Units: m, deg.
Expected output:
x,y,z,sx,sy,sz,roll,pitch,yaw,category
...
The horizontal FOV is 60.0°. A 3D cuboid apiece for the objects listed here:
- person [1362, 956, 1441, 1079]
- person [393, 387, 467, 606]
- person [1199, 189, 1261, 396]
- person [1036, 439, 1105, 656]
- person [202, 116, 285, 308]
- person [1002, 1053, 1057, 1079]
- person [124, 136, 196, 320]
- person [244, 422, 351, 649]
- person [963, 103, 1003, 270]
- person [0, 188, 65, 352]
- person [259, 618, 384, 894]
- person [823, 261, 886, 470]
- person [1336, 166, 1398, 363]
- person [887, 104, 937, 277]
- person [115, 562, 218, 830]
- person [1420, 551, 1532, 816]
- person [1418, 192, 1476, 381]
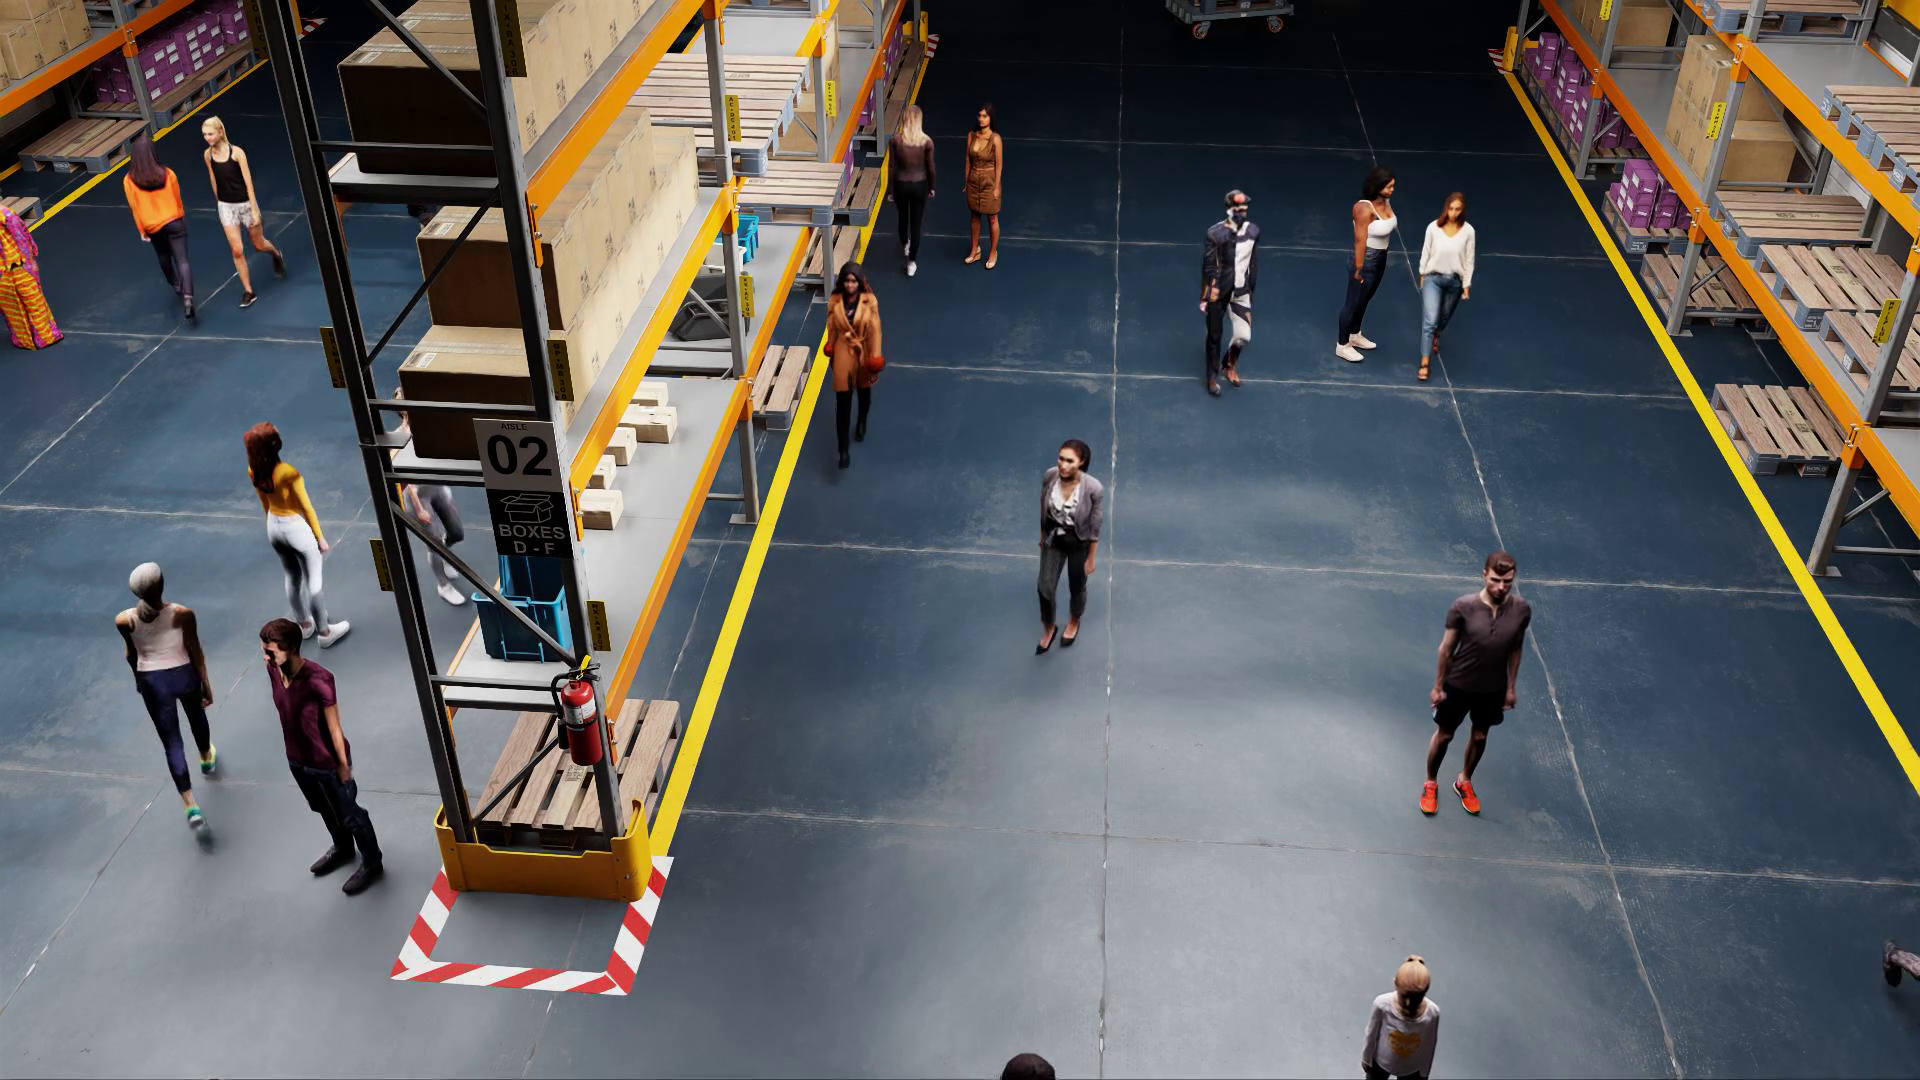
x,y,z,sx,sy,sz,roll,pitch,yaw,category
2.099,2.480,7.973,0.496,1.277,0.513,6,34,9,person
-3.840,-0.332,11.832,0.799,1.688,0.767,22,40,30,person
2.284,-2.177,14.434,0.767,1.881,0.733,-6,34,-9,person
0.785,0.002,11.354,0.764,1.661,0.809,17,37,24,person
-6.939,-3.243,16.092,0.637,1.822,1.059,1,34,2,person
0.257,2.805,7.114,0.796,1.687,0.663,14,36,20,person
-7.477,-2.900,15.686,0.991,1.699,1.248,-14,36,-20,person
-4.538,-0.023,11.312,0.659,1.750,0.682,12,36,18,person
0.242,-3.553,16.679,0.633,1.687,0.641,19,38,26,person
-8.691,-2.576,15.213,0.666,1.682,0.677,6,34,9,person
-3.613,1.191,9.395,0.721,1.850,0.698,17,37,24,person
-0.839,-1.488,13.589,0.681,1.669,1.168,2,34,3,person
3.653,-2.515,15.011,0.802,1.805,0.703,21,39,28,person
-0.495,-3.431,16.505,0.622,1.676,0.905,2,34,3,person
-4.705,0.946,9.930,0.972,1.667,1.249,-14,36,-19,person
3.070,0.851,9.905,0.669,1.851,0.550,0,34,1,person
4.346,-2.330,14.881,0.752,1.642,1.100,9,35,13,person
